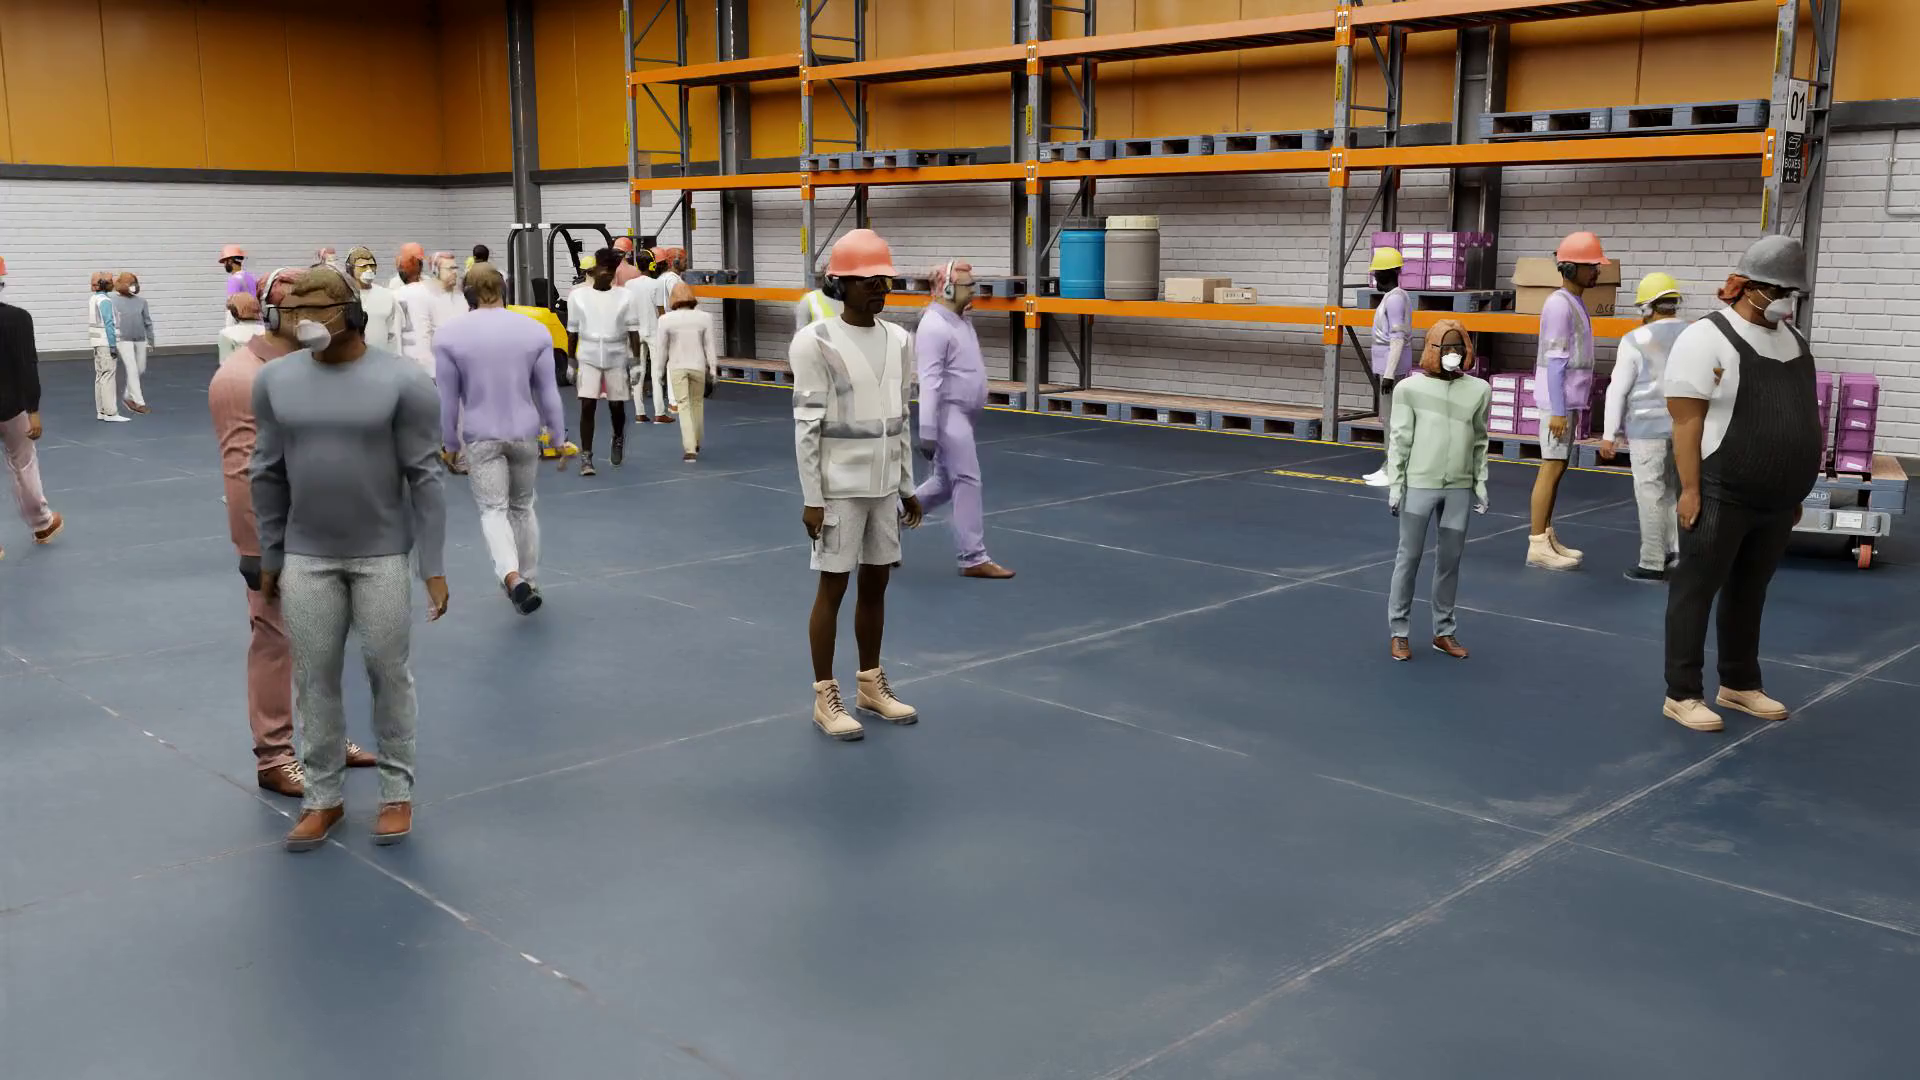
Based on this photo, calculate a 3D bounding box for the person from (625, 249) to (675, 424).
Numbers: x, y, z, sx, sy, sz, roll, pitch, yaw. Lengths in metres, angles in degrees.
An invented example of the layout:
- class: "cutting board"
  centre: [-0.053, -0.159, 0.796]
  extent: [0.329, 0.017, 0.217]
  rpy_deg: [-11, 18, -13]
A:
- class: "person"
  centre: [-3.360, -2.181, 17.932]
  extent: [0.520, 1.862, 0.328]
  rpy_deg: [4, 11, 20]

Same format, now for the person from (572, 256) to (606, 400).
- class: "person"
  centre: [-4.532, -2.602, 20.472]
  extent: [0.526, 1.772, 0.308]
  rpy_deg: [-9, 14, -40]

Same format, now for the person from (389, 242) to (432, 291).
- class: "person"
  centre: [-6.083, -2.343, 18.601]
  extent: [1.023, 1.944, 0.620]
  rpy_deg: [4, 11, 19]

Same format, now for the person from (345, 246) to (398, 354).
- class: "person"
  centre: [-4.545, -1.263, 12.711]
  extent: [0.355, 1.937, 0.634]
  rpy_deg: [7, 12, 33]

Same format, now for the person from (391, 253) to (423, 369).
- class: "person"
  centre: [-4.969, -1.723, 15.434]
  extent: [0.601, 1.862, 0.754]
  rpy_deg: [-8, 13, -36]

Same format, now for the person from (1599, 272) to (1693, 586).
- class: "person"
  centre: [4.042, -0.639, 9.658]
  extent: [0.615, 1.804, 0.454]
  rpy_deg: [-4, 11, -20]

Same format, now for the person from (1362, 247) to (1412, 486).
- class: "person"
  centre: [3.456, -1.389, 13.440]
  extent: [0.383, 1.923, 0.590]
  rpy_deg: [2, 11, 13]

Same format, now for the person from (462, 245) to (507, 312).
- class: "person"
  centre: [-5.954, -2.728, 20.797]
  extent: [0.586, 1.894, 0.794]
  rpy_deg: [-8, 13, -36]

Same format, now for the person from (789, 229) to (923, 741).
- class: "person"
  centre: [-0.395, -0.224, 6.758]
  extent: [0.376, 2.045, 0.605]
  rpy_deg: [10, 14, 44]

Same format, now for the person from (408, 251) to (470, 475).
- class: "person"
  centre: [-4.285, -1.451, 13.904]
  extent: [0.480, 1.918, 0.659]
  rpy_deg: [5, 12, 26]

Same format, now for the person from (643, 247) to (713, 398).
- class: "person"
  centre: [-3.507, -2.668, 20.541]
  extent: [0.892, 1.888, 0.601]
  rpy_deg: [4, 11, 21]

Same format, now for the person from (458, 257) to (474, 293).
- class: "person"
  centre: [-6.816, -3.143, 23.576]
  extent: [0.555, 1.712, 0.932]
  rpy_deg: [-3, 11, -13]

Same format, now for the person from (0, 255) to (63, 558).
- class: "person"
  centre: [-6.097, -0.866, 10.530]
  extent: [0.642, 1.937, 1.008]
  rpy_deg: [-1, 10, -6]

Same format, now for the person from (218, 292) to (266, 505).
- class: "person"
  centre: [-5.268, -1.029, 12.378]
  extent: [0.682, 1.604, 0.532]
  rpy_deg: [8, 13, 36]

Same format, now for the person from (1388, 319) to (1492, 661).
- class: "person"
  centre: [2.282, -0.235, 7.937]
  extent: [0.507, 1.632, 0.268]
  rpy_deg: [-2, 11, -9]

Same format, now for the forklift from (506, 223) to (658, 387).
- class: "forklift"
  centre: [-5.316, -3.263, 22.920]
  extent: [2.313, 2.155, 1.214]
  rpy_deg: [-10, 14, -44]

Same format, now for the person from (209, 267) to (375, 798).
- class: "person"
  centre: [-2.401, -0.035, 6.101]
  extent: [0.401, 1.907, 0.648]
  rpy_deg: [3, 11, 15]

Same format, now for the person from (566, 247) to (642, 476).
- class: "person"
  centre: [-3.051, -1.534, 14.244]
  extent: [0.662, 1.932, 0.719]
  rpy_deg: [-1, 10, -8]

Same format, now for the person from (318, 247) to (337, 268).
- class: "person"
  centre: [-7.660, -2.586, 20.083]
  extent: [0.674, 1.878, 0.661]
  rpy_deg: [2, 11, 11]

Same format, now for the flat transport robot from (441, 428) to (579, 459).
- class: "flat transport robot"
  centre: [-4.256, -0.877, 15.156]
  extent: [1.431, 0.197, 0.652]
  rpy_deg: [-4, 11, -22]

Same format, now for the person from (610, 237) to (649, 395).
- class: "person"
  centre: [-4.261, -2.843, 21.170]
  extent: [0.622, 1.993, 0.381]
  rpy_deg: [3, 11, 16]

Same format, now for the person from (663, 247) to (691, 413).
- class: "person"
  centre: [-3.215, -2.384, 18.978]
  extent: [0.355, 1.883, 0.576]
  rpy_deg: [-3, 11, -15]

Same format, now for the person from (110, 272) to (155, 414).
- class: "person"
  centre: [-9.499, -2.264, 19.068]
  extent: [0.684, 1.613, 0.514]
  rpy_deg: [6, 12, 31]

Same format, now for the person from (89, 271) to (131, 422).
- class: "person"
  centre: [-9.283, -2.099, 18.085]
  extent: [0.312, 1.639, 0.520]
  rpy_deg: [-9, 14, -40]

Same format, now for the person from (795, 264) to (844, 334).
- class: "person"
  centre: [-1.099, -1.531, 14.608]
  extent: [0.641, 1.783, 0.973]
  rpy_deg: [-7, 12, -33]

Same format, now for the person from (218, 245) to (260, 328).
- class: "person"
  centre: [-8.332, -2.456, 19.291]
  extent: [0.523, 1.906, 0.684]
  rpy_deg: [-1, 10, -3]

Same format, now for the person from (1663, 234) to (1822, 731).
- class: "person"
  centre: [3.252, -0.238, 6.841]
  extent: [0.672, 2.000, 0.536]
  rpy_deg: [-5, 11, -23]

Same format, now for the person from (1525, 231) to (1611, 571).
- class: "person"
  centre: [3.705, -0.843, 10.134]
  extent: [0.391, 2.040, 0.614]
  rpy_deg: [5, 12, 26]

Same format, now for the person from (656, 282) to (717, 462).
- class: "person"
  centre: [-2.498, -1.528, 15.072]
  extent: [0.518, 1.592, 0.806]
  rpy_deg: [-4, 11, -21]

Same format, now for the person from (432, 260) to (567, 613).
- class: "person"
  centre: [-2.418, -0.527, 8.818]
  extent: [0.653, 1.903, 0.820]
  rpy_deg: [-5, 11, -24]

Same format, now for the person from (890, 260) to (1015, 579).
- class: "person"
  centre: [-0.109, -0.709, 9.848]
  extent: [0.844, 1.881, 0.648]
  rpy_deg: [2, 11, 12]

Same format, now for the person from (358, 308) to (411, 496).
- class: "person"
  centre: [-3.122, -0.361, 8.515]
  extent: [0.601, 1.676, 0.549]
  rpy_deg: [2, 11, 10]

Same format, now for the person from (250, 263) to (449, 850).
- class: "person"
  centre: [-2.008, 0.068, 5.490]
  extent: [0.677, 1.932, 0.444]
  rpy_deg: [0, 10, -1]
